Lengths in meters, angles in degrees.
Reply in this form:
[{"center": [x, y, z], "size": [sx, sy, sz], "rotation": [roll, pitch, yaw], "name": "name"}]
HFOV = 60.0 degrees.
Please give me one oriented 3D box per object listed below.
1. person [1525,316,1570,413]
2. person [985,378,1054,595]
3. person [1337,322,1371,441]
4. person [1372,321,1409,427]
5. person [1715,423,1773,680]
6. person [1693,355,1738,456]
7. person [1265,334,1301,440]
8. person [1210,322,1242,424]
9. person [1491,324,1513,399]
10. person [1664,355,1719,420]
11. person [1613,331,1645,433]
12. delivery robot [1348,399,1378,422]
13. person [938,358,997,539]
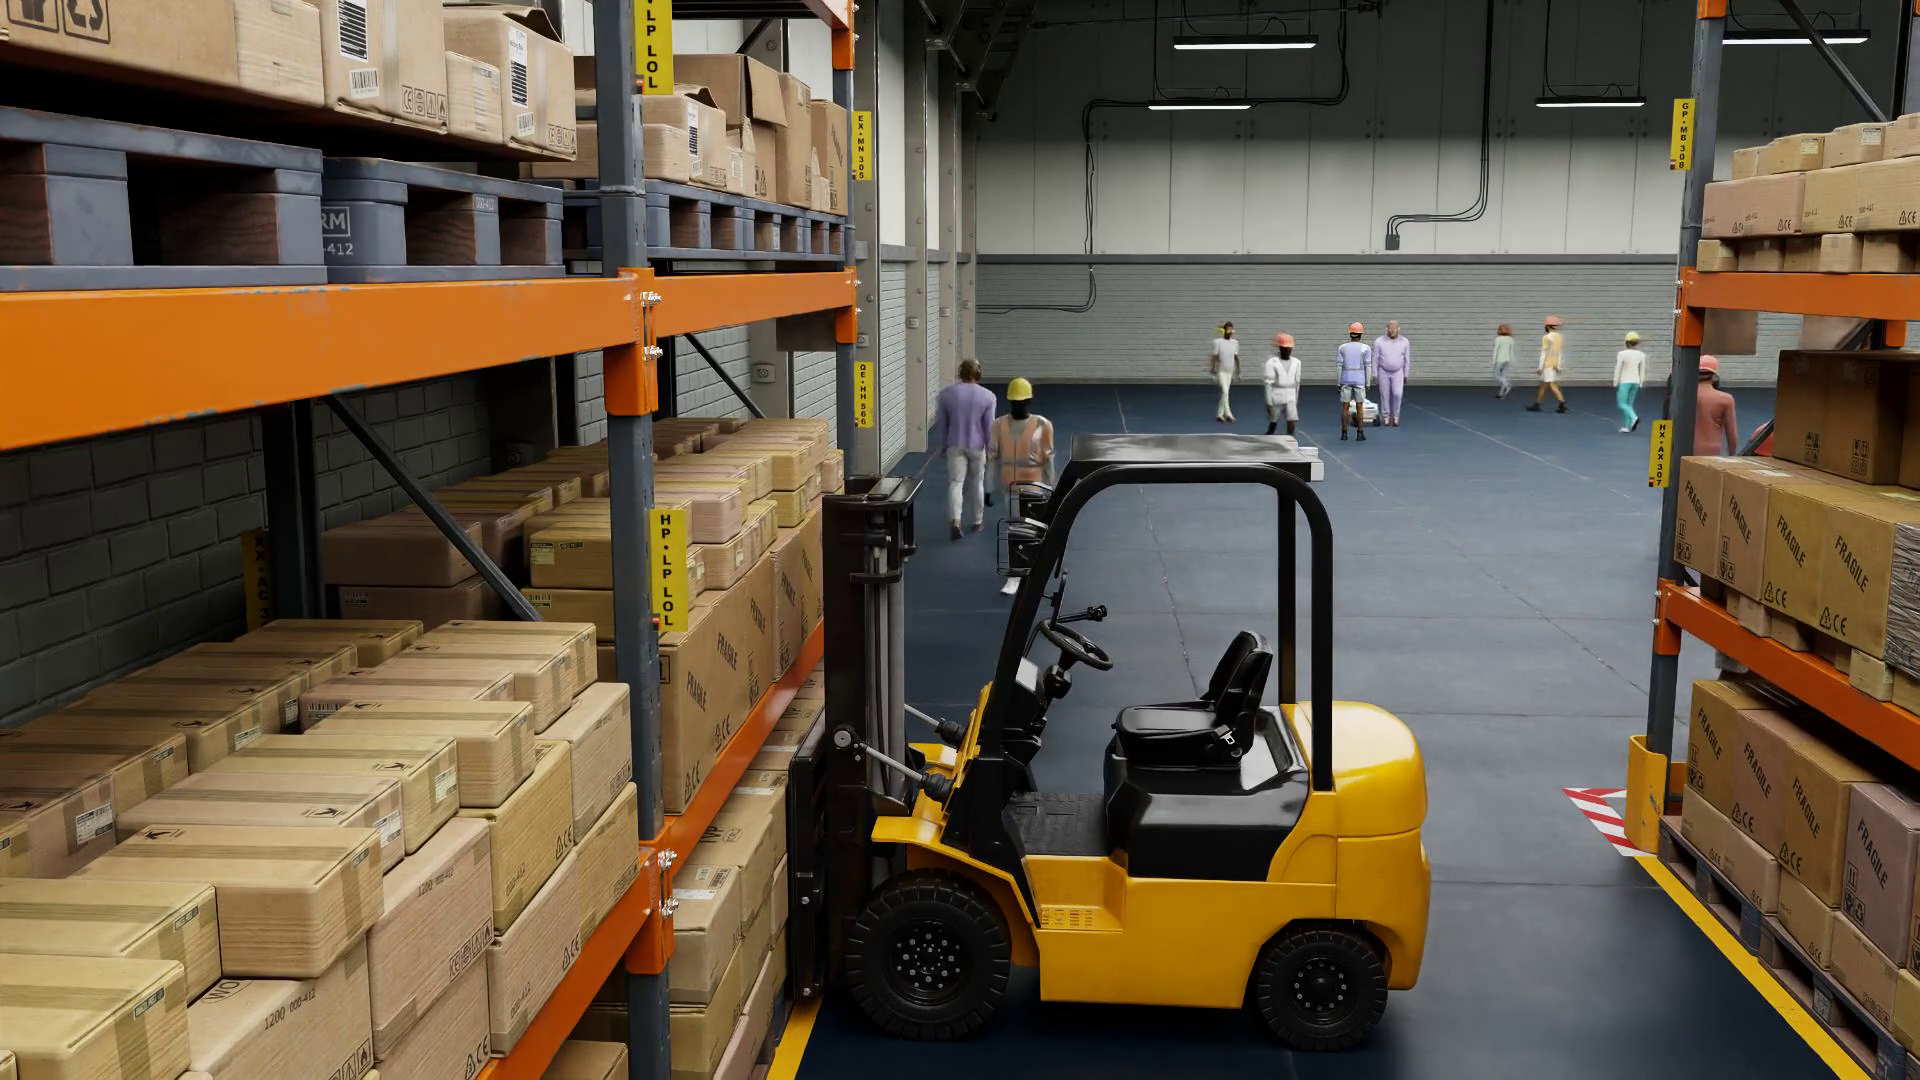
[{"center": [11.520, -3.418, 32.391], "size": [0.553, 1.903, 0.941], "rotation": [-8, 12, -40], "name": "person"}, {"center": [0.540, -0.506, 14.800], "size": [0.603, 1.885, 0.972], "rotation": [4, 10, 24], "name": "person"}, {"center": [6.454, -2.592, 27.260], "size": [0.549, 1.936, 0.377], "rotation": [4, 10, 22], "name": "person"}, {"center": [7.660, -2.953, 29.600], "size": [0.664, 1.878, 0.736], "rotation": [2, 10, 11], "name": "person"}, {"center": [4.327, 0.370, 9.002], "size": [0.614, 2.039, 0.394], "rotation": [-6, 11, -31], "name": "person"}, {"center": [7.584, -0.889, 16.901], "size": [0.953, 1.955, 0.619], "rotation": [-9, 13, -44], "name": "person"}, {"center": [4.654, -2.021, 23.981], "size": [0.567, 1.878, 1.007], "rotation": [-2, 10, -11], "name": "person"}, {"center": [4.883, -3.007, 30.062], "size": [0.554, 1.838, 0.859], "rotation": [-5, 10, -27], "name": "person"}, {"center": [11.670, -3.828, 35.702], "size": [0.525, 1.618, 0.448], "rotation": [-5, 11, -29], "name": "person"}, {"center": [9.454, -1.586, 21.522], "size": [0.631, 1.820, 0.814], "rotation": [7, 12, 36], "name": "person"}, {"center": [11.424, -2.673, 28.296], "size": [0.527, 1.751, 0.607], "rotation": [-2, 10, -13], "name": "person"}, {"center": [7.174, -2.356, 29.727], "size": [0.477, 0.478, 0.707], "rotation": [-2, 10, -13], "name": "delivery robot"}, {"center": [0.069, -0.974, 17.586], "size": [0.629, 1.905, 0.944], "rotation": [1, 9, 6], "name": "person"}]
